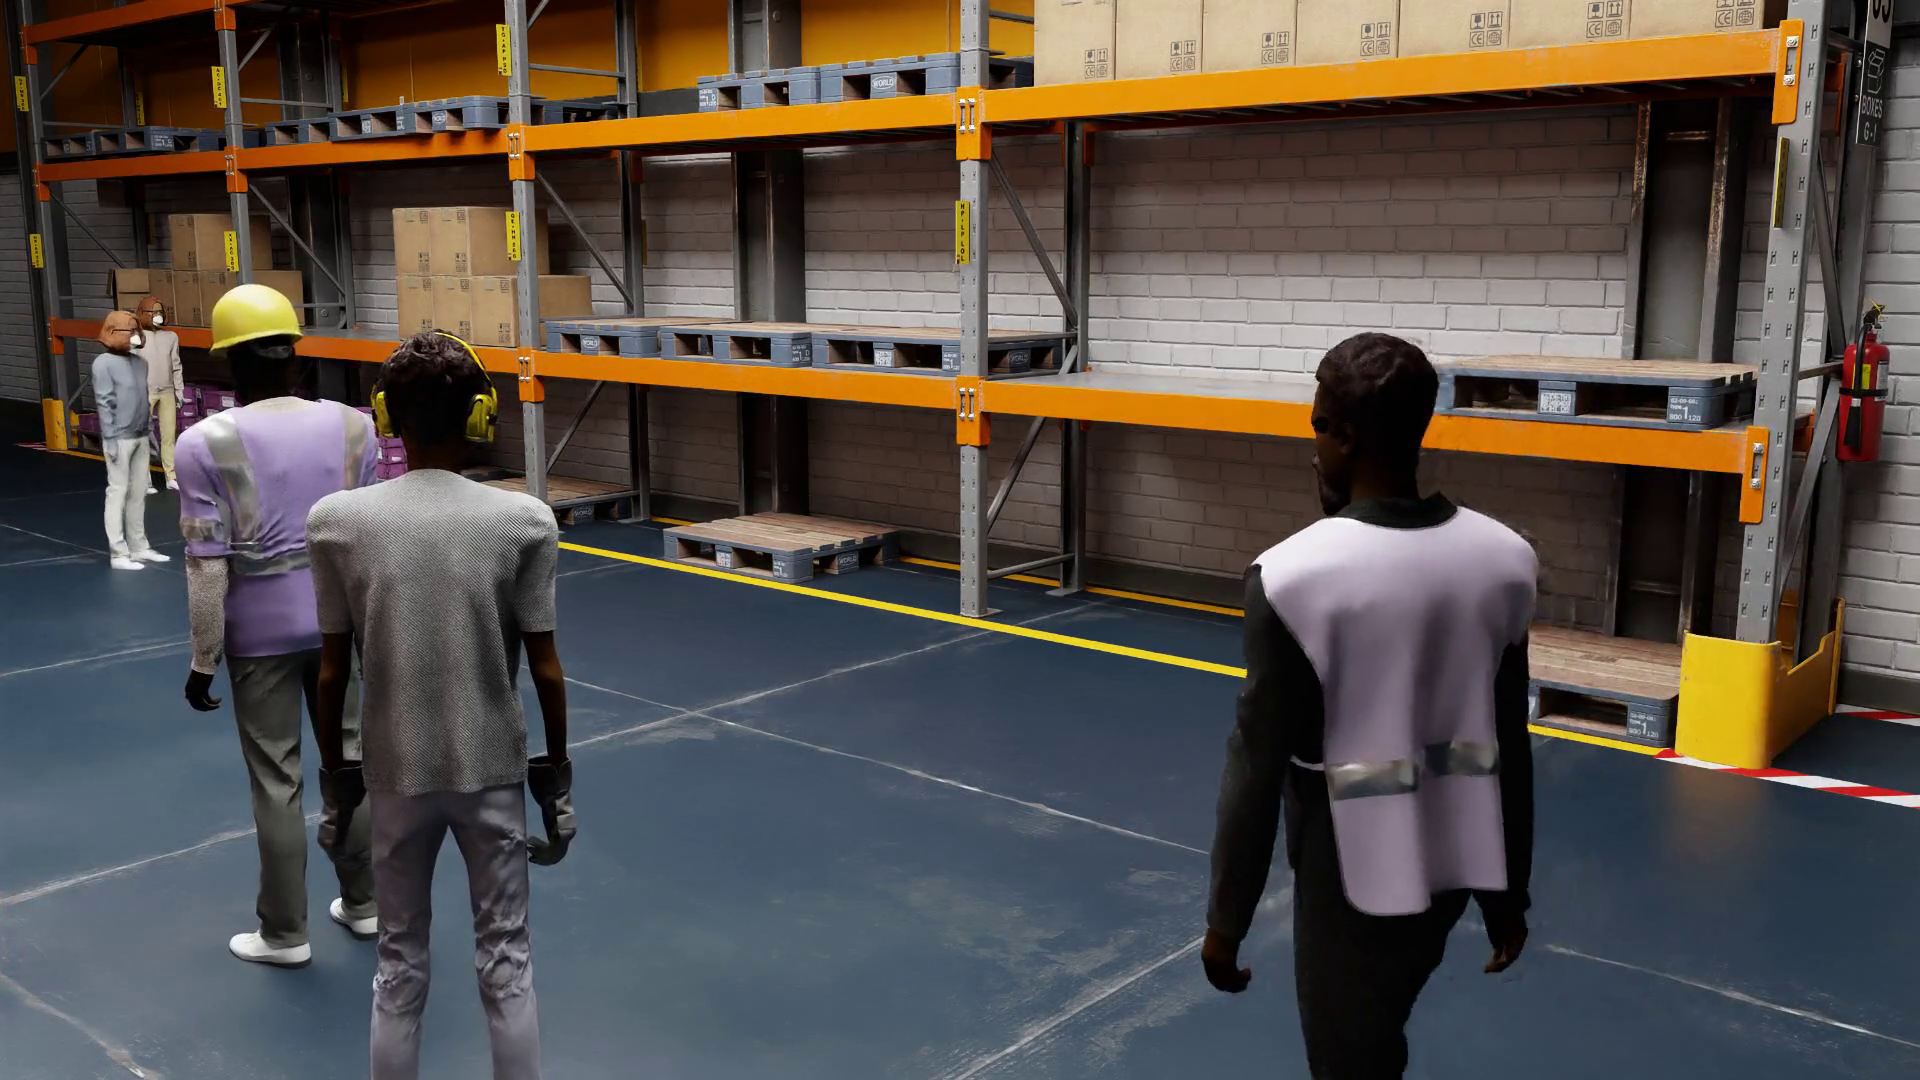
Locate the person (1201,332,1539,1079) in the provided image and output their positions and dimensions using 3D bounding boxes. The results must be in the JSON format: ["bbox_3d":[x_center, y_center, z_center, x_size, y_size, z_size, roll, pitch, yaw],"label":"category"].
[{"bbox_3d":[0.761,0.598,2.842,0.599,1.888,0.877,-6,11,-30],"label":"person"}]

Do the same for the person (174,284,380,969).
[{"bbox_3d":[-1.905,0.249,4.699,0.376,1.923,0.585,8,13,38],"label":"person"}]

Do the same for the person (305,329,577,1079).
[{"bbox_3d":[-1.060,0.505,3.429,0.521,1.861,0.317,-2,10,-9],"label":"person"}]

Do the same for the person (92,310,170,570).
[{"bbox_3d":[-5.273,-0.633,10.545,0.271,1.633,0.506,1,10,8],"label":"person"}]

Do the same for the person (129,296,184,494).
[{"bbox_3d":[-6.672,-1.199,13.791,0.277,1.629,0.497,7,12,33],"label":"person"}]
